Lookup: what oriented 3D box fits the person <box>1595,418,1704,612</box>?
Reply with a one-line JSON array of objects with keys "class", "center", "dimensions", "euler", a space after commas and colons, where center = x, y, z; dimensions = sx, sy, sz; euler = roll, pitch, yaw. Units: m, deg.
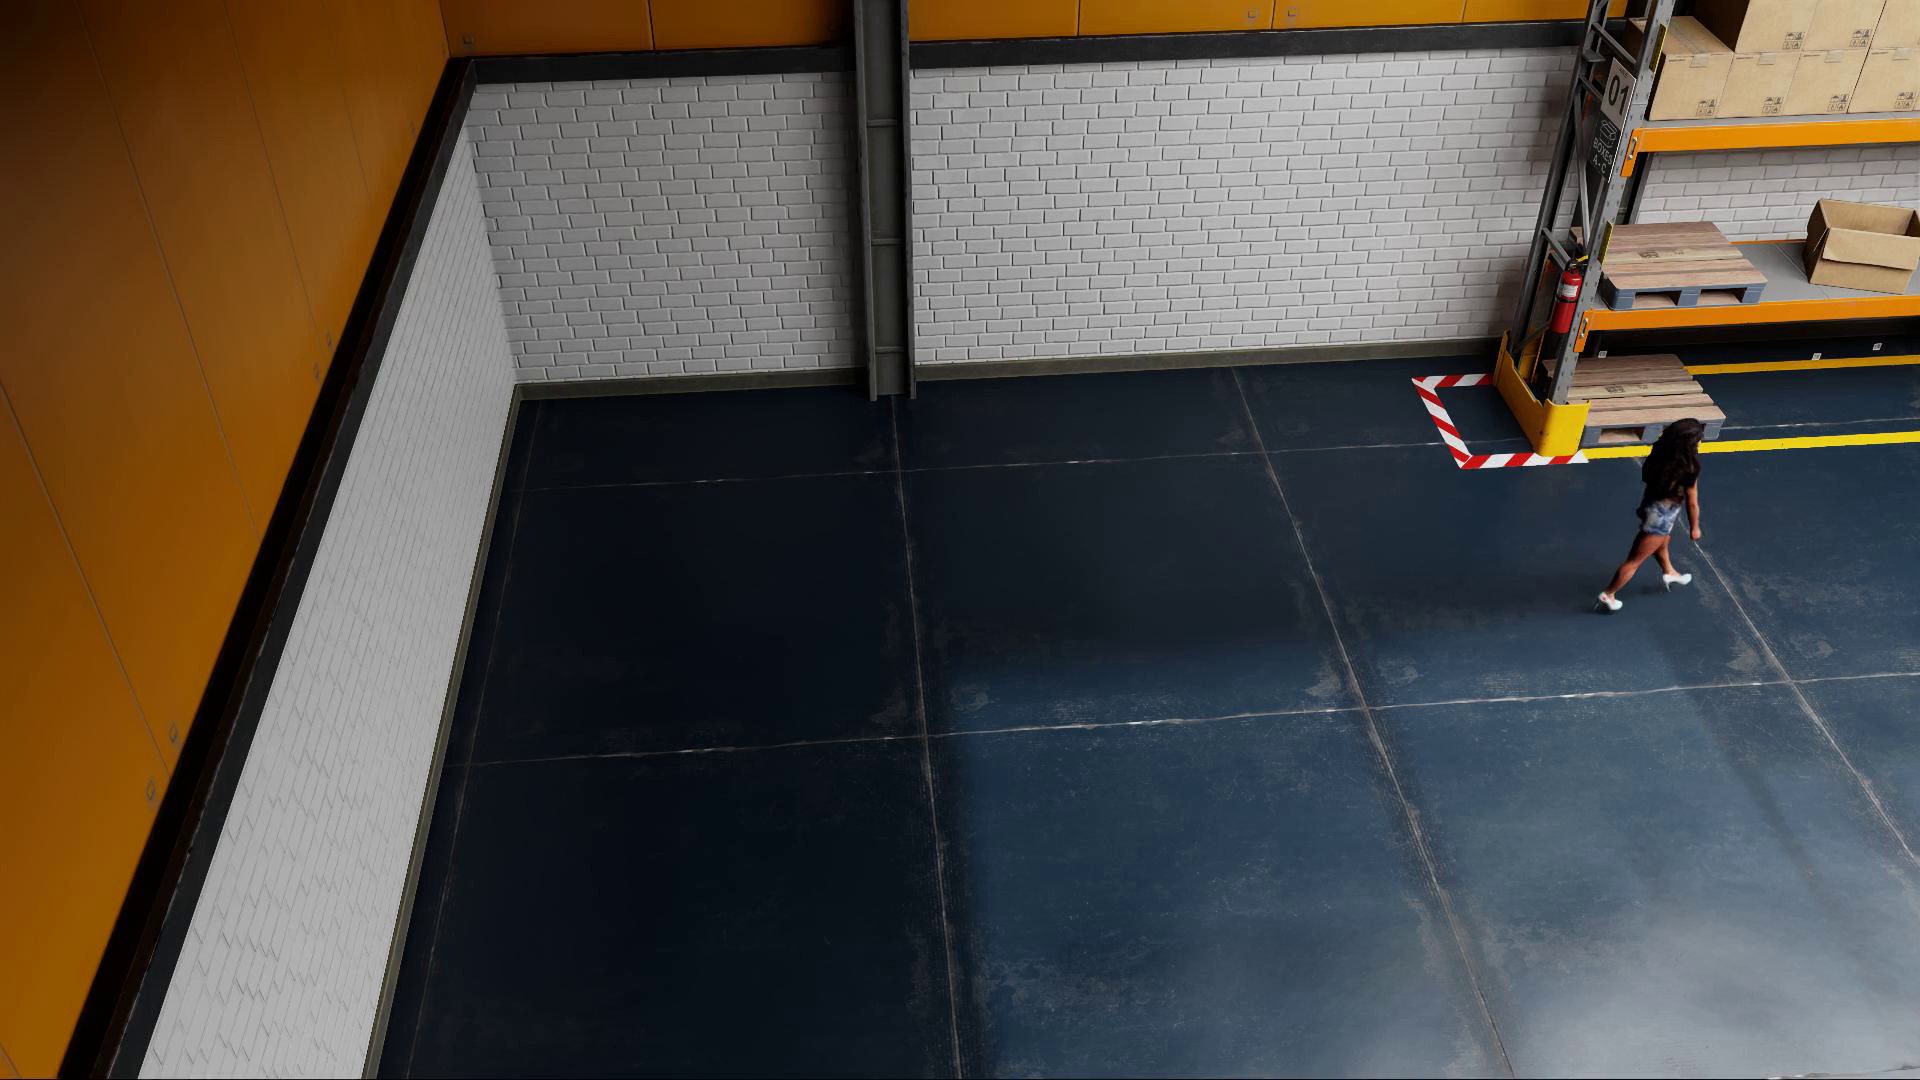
[{"class": "person", "center": [4.793, -0.121, 11.601], "dimensions": [0.997, 1.587, 0.584], "euler": [-5, 39, -6]}]
